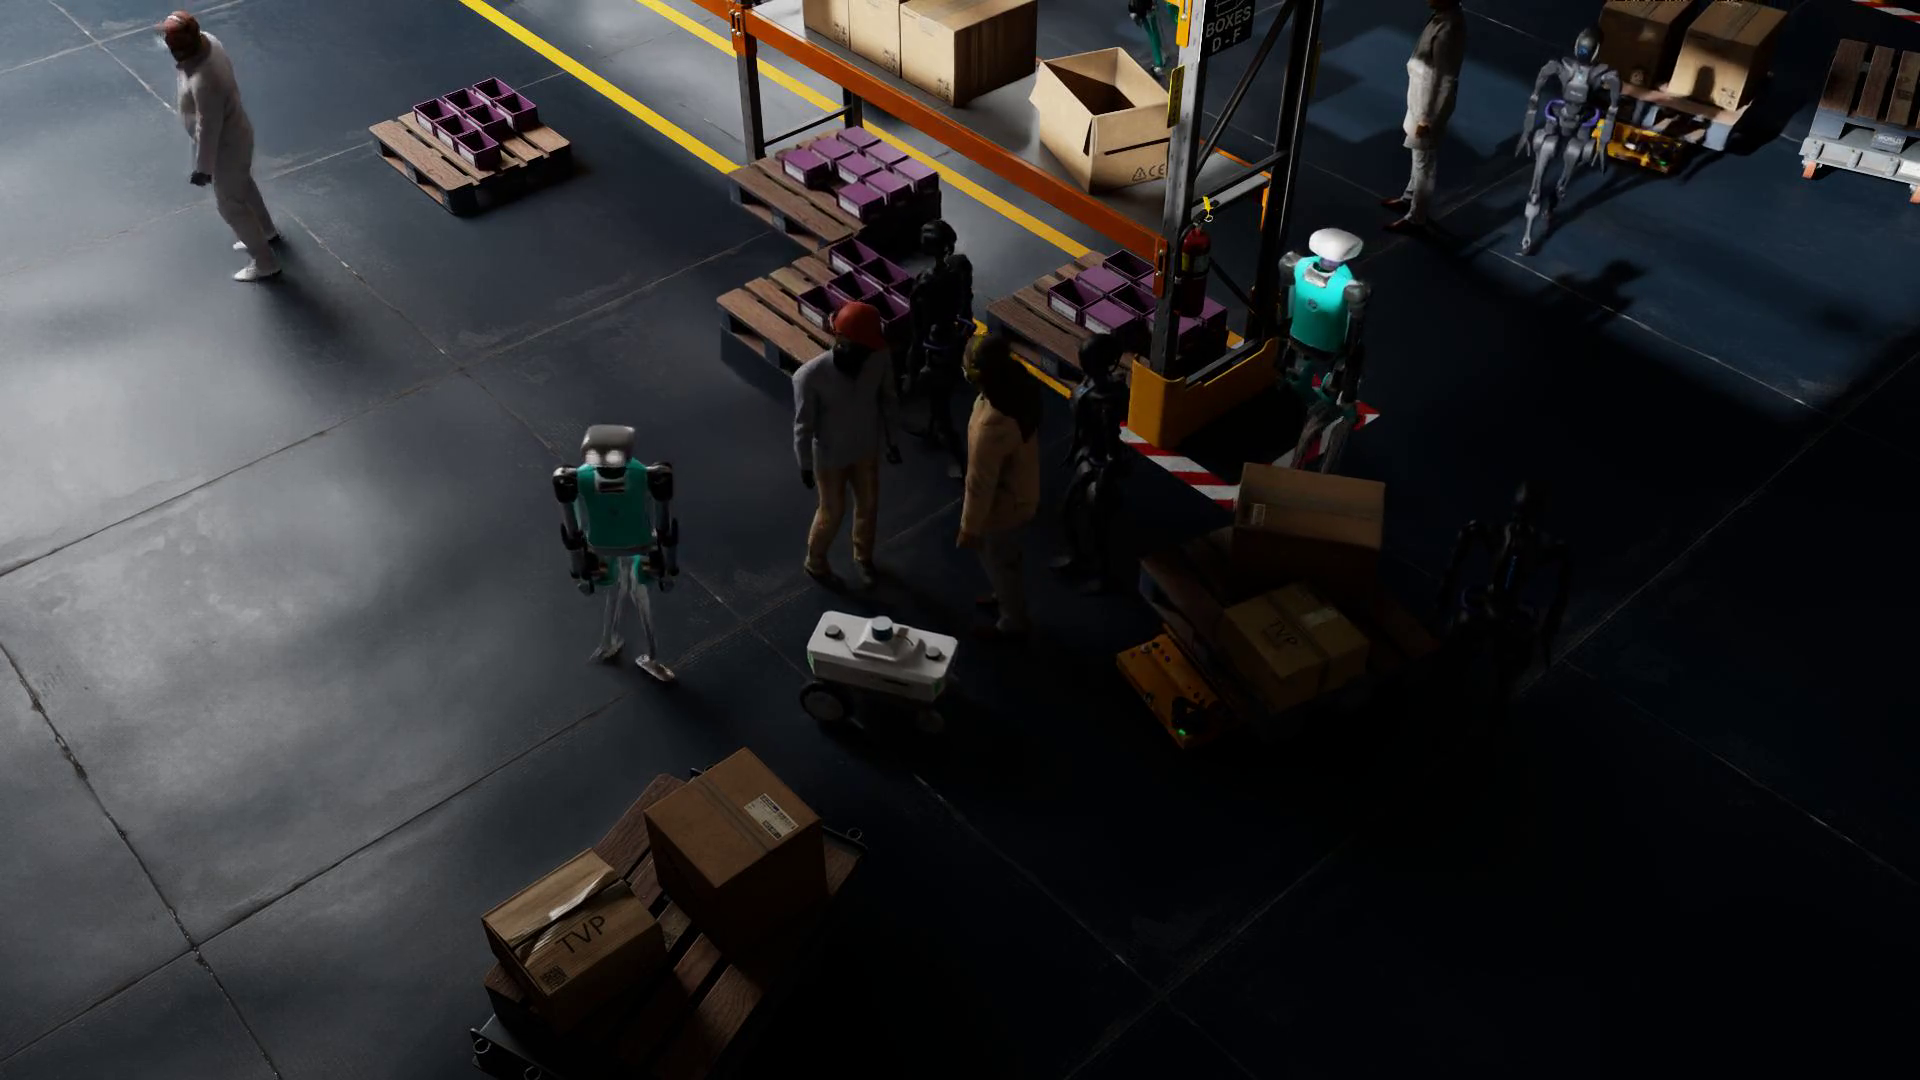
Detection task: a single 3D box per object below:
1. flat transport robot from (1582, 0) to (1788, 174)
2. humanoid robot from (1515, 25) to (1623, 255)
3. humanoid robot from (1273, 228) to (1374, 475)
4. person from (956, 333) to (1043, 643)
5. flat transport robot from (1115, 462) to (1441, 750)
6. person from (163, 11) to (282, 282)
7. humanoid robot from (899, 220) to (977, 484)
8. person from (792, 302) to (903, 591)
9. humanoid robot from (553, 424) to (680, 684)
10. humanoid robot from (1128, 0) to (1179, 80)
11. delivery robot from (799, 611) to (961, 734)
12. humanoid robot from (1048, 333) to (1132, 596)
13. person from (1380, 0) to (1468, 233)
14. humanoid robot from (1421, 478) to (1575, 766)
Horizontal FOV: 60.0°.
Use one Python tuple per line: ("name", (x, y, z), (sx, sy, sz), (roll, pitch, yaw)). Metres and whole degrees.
("flat transport robot", (5.317, -3.228, 12.605), (0.659, 0.231, 1.431), (27, 49, 26))
("humanoid robot", (3.996, -2.648, 10.964), (0.613, 1.619, 0.730), (16, 45, 17))
("humanoid robot", (2.020, -0.948, 9.063), (0.550, 1.833, 0.654), (32, 52, 30))
("person", (0.168, -0.220, 8.165), (0.472, 1.855, 0.592), (8, 43, 9))
("flat transport robot", (1.577, 0.557, 8.488), (1.431, 0.231, 0.659), (-19, 46, -19))
("person", (-4.740, -2.551, 10.689), (0.403, 1.874, 0.700), (-11, 44, -12))
("humanoid robot", (-0.133, -1.035, 9.203), (0.646, 1.642, 0.609), (25, 48, 25))
("person", (-0.570, -0.464, 8.536), (0.588, 1.719, 0.374), (-22, 47, -22))
("humanoid robot", (-1.621, 0.005, 8.000), (0.627, 1.765, 0.836), (-4, 43, -4))
("humanoid robot", (1.533, -3.943, 12.288), (0.544, 1.726, 0.994), (-13, 44, -14))
("delivery robot", (-0.394, 0.618, 8.216), (0.798, 0.601, 0.499), (11, 44, 12))
("humanoid robot", (0.685, -0.352, 8.438), (0.349, 1.653, 0.600), (-8, 43, -9))
("person", (3.121, -2.913, 11.111), (0.370, 1.832, 0.503), (8, 43, 8))
("humanoid robot", (2.442, 0.376, 7.641), (0.601, 1.656, 0.323), (15, 45, 16))
